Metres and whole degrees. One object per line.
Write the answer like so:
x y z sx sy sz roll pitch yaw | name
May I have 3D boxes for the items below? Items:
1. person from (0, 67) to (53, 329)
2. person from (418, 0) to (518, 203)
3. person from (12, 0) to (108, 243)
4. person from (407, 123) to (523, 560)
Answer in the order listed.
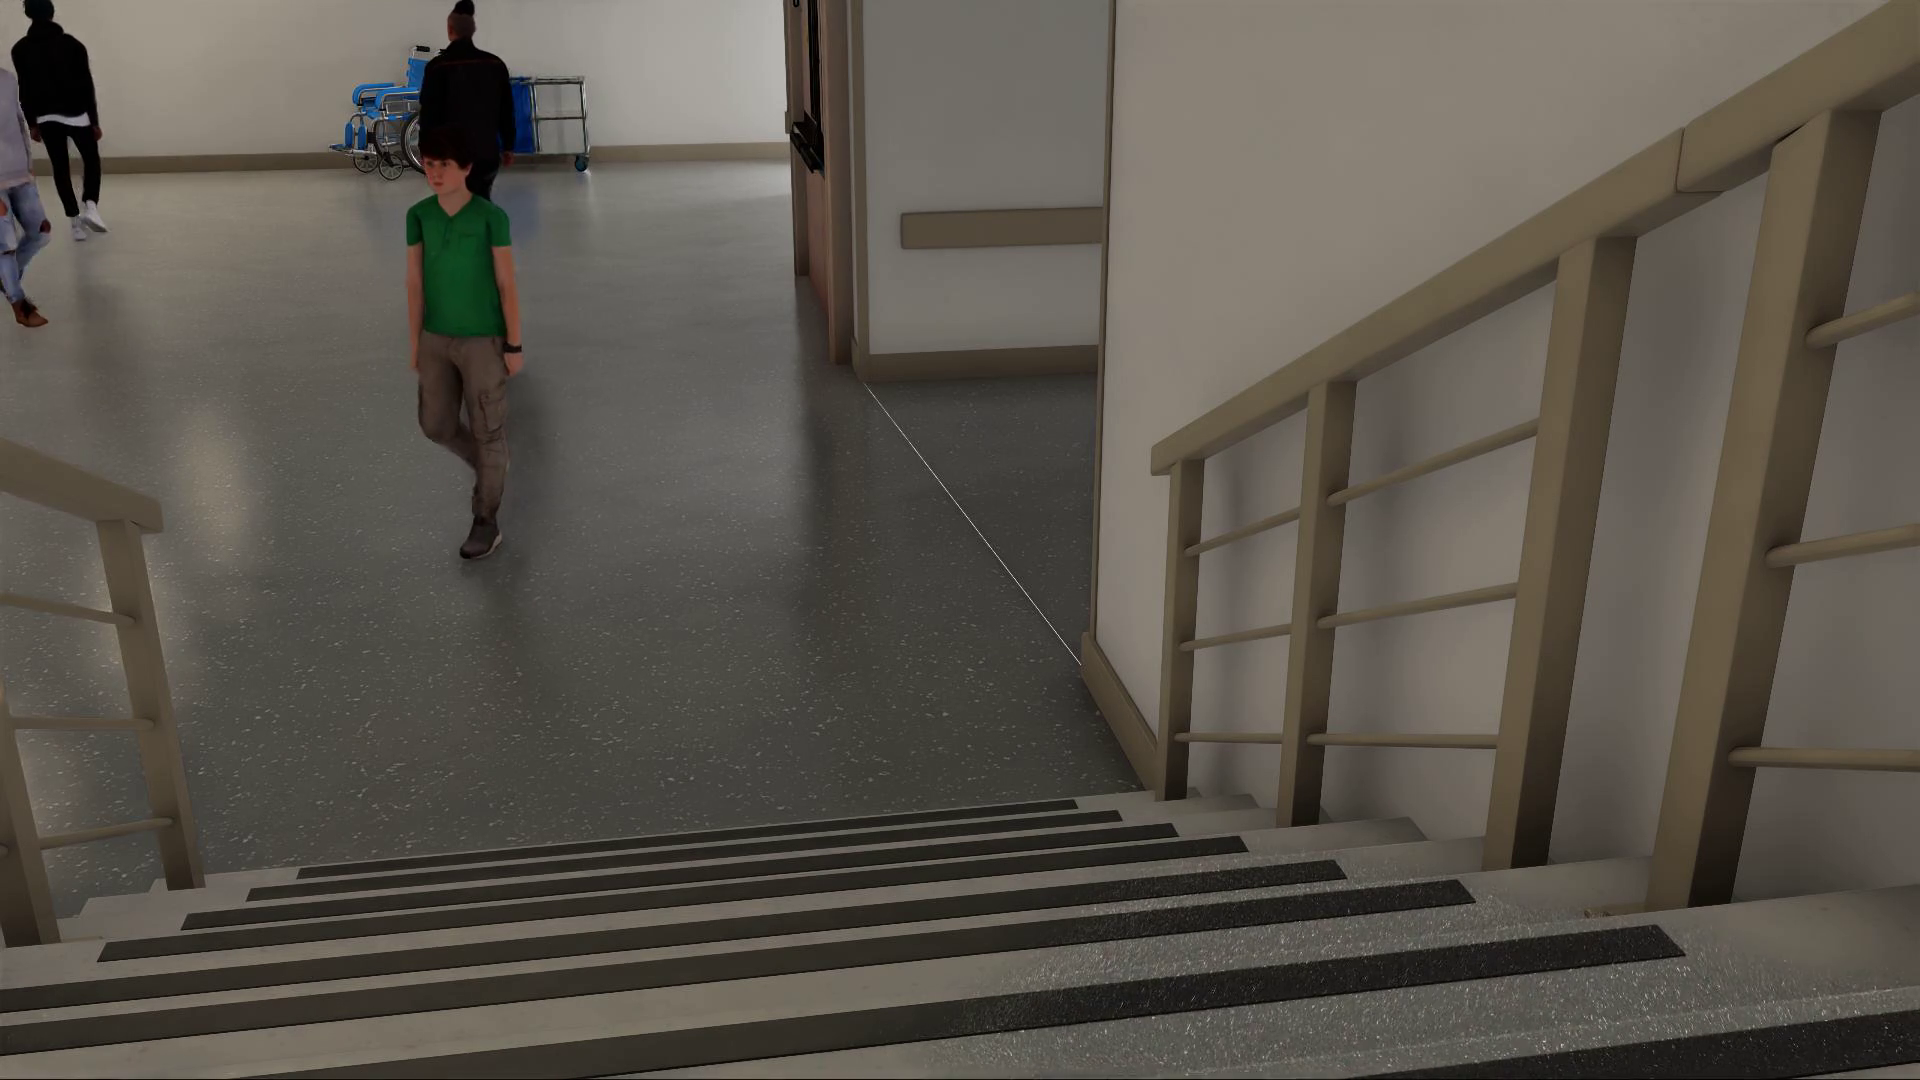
-5.783 -2.183 9.891 0.926 1.828 0.860 9 23 23 | person
-3.149 -2.538 10.845 1.266 1.816 1.152 18 27 40 | person
-6.735 -3.149 12.462 0.739 1.813 0.733 -7 22 -18 | person
-1.892 -0.787 6.463 0.730 1.645 0.876 3 21 7 | person
